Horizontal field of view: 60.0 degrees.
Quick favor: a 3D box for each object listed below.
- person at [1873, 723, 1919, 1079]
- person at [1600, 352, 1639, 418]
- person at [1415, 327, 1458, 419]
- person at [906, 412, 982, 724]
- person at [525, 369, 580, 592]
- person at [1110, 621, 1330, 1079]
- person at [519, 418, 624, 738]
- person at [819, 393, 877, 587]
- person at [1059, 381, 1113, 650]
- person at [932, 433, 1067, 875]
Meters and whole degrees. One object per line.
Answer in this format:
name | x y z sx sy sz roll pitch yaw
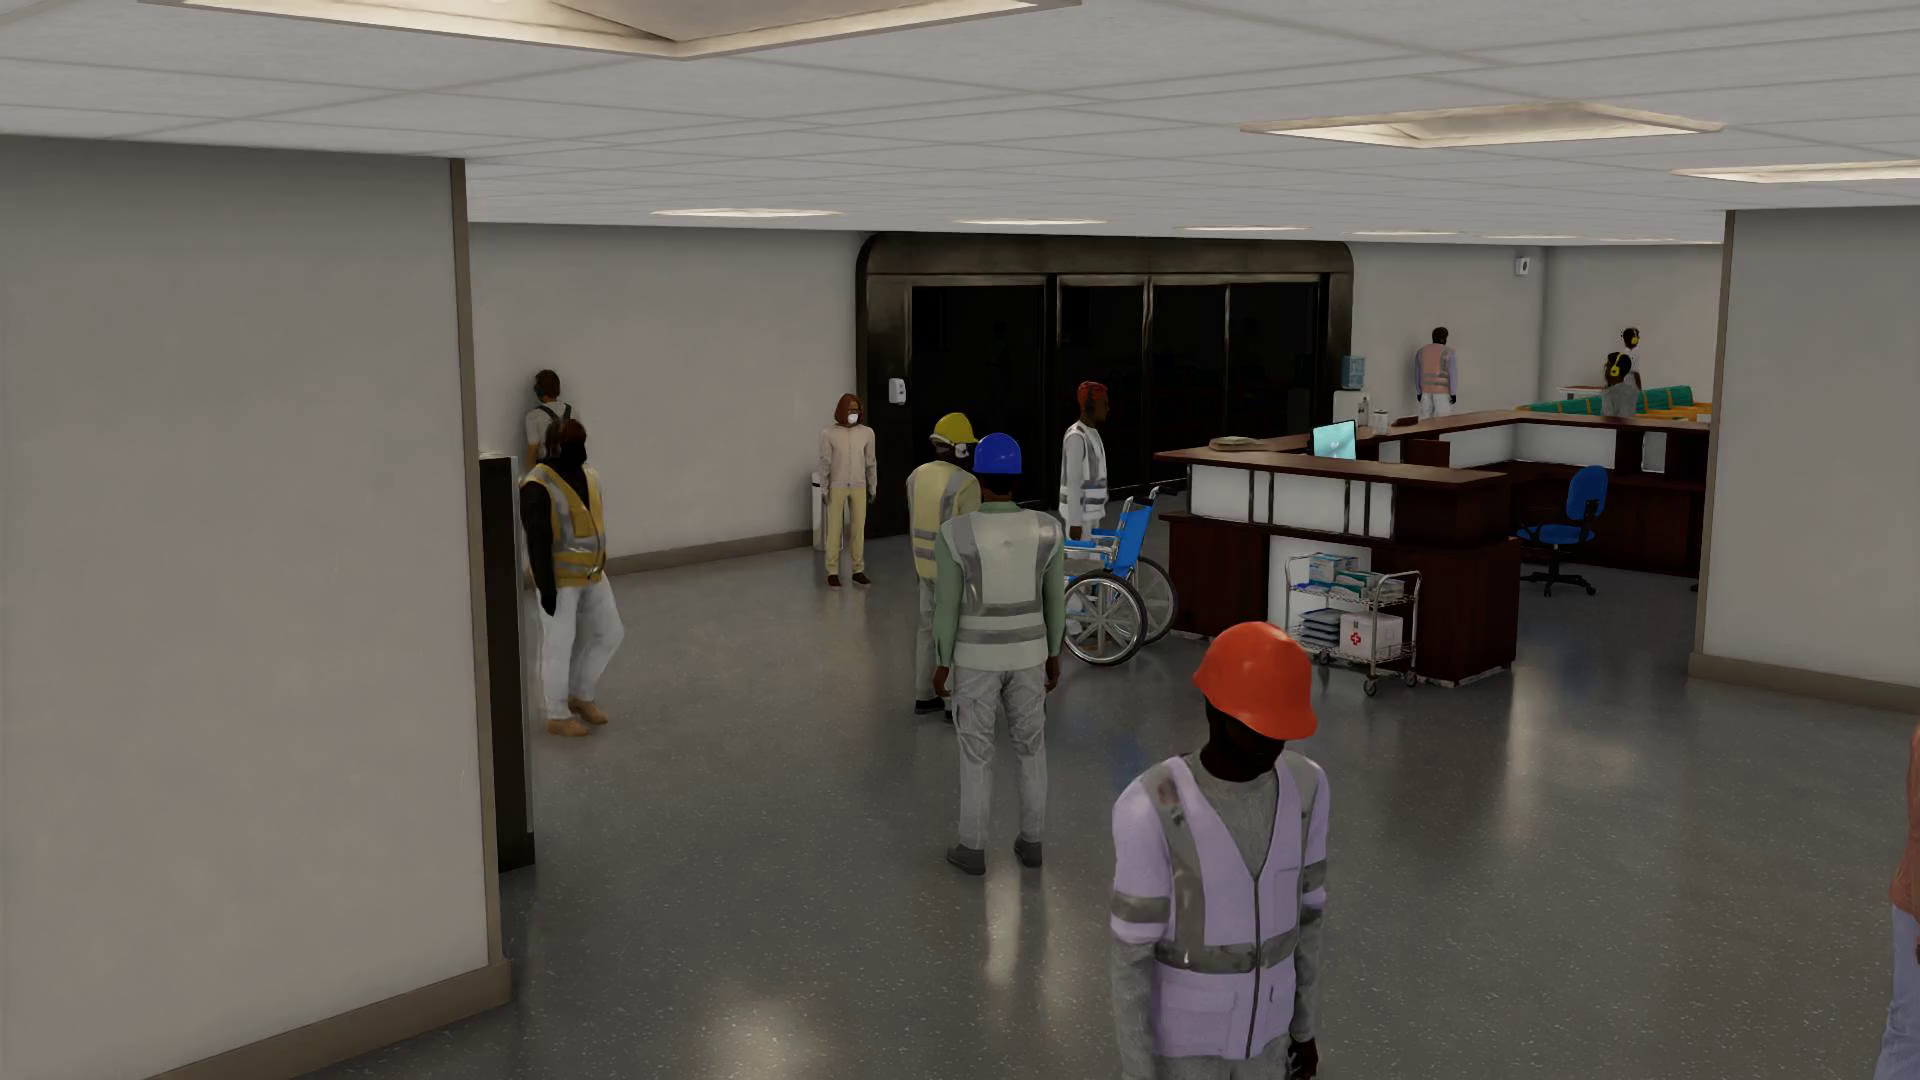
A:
person | 2.775 1.031 4.633 0.524 1.769 0.309 -9 13 -43
person | 6.215 -0.851 15.839 0.528 1.876 0.323 -7 11 -35
person | 6.760 -2.095 23.567 0.629 1.842 0.429 9 13 44
person | -0.067 0.165 9.777 0.403 1.825 0.603 -8 12 -39
person | -3.337 -0.482 13.684 0.338 1.838 0.506 8 12 41
person | 0.604 1.106 3.741 0.551 1.913 0.435 -4 10 -24
person | -2.206 0.220 9.421 0.459 1.825 0.656 4 10 24
person | -0.936 -0.418 13.957 0.504 1.627 0.285 -4 10 -22
person | 0.882 -0.174 11.681 0.352 1.880 0.581 3 10 18
person | 0.170 0.502 7.313 0.613 1.947 0.388 -3 10 -18
